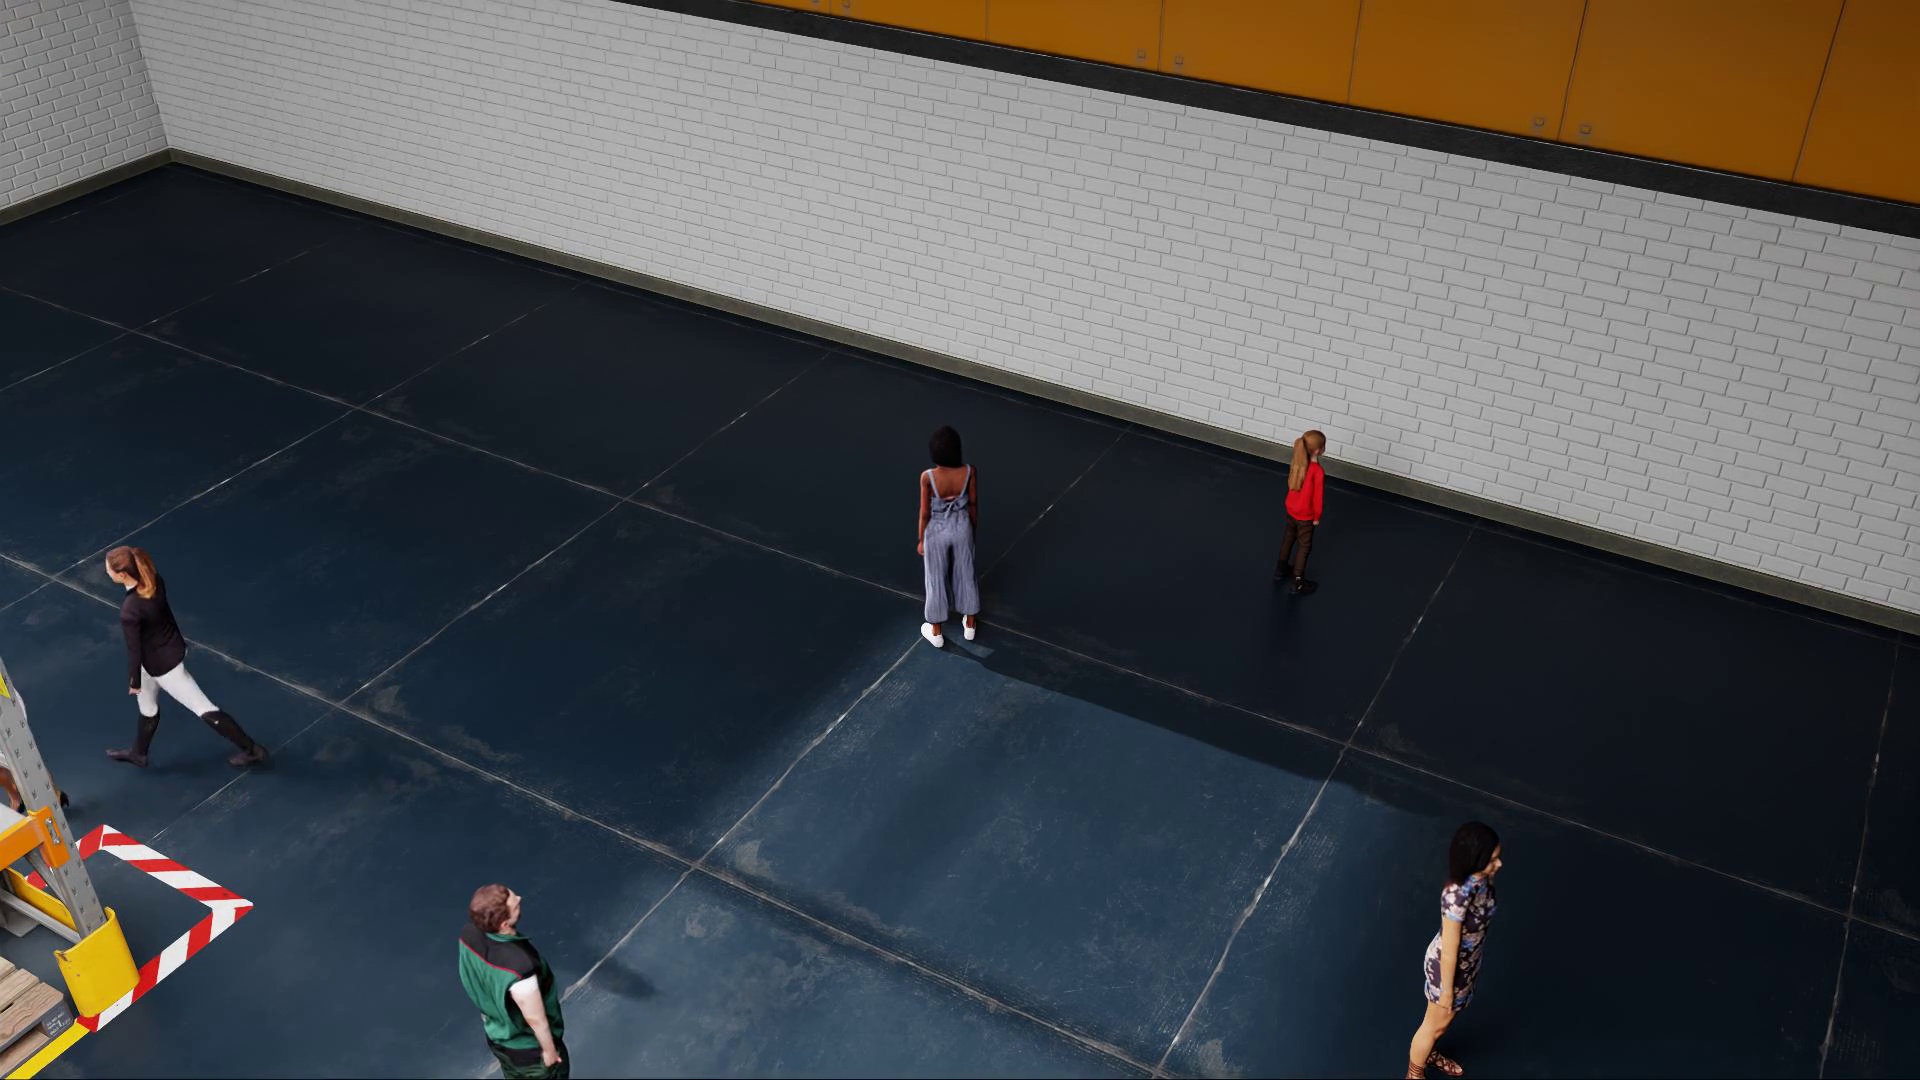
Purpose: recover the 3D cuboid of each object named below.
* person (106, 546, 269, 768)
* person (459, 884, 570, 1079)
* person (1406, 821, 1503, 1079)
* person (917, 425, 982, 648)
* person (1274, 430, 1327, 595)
[{"bbox_3d":[-4.738,0.791,10.113,1.105,1.672,1.207,-2,34,-3],"label":"person"},{"bbox_3d":[-2.032,2.273,7.728,0.667,1.842,0.620,23,40,31],"label":"person"},{"bbox_3d":[2.421,2.062,8.144,0.652,1.734,0.465,20,38,27],"label":"person"},{"bbox_3d":[-0.076,-0.028,11.322,0.640,1.697,0.710,-10,35,-15],"label":"person"},{"bbox_3d":[2.470,-0.219,11.986,0.611,1.280,0.567,-14,36,-20],"label":"person"}]
